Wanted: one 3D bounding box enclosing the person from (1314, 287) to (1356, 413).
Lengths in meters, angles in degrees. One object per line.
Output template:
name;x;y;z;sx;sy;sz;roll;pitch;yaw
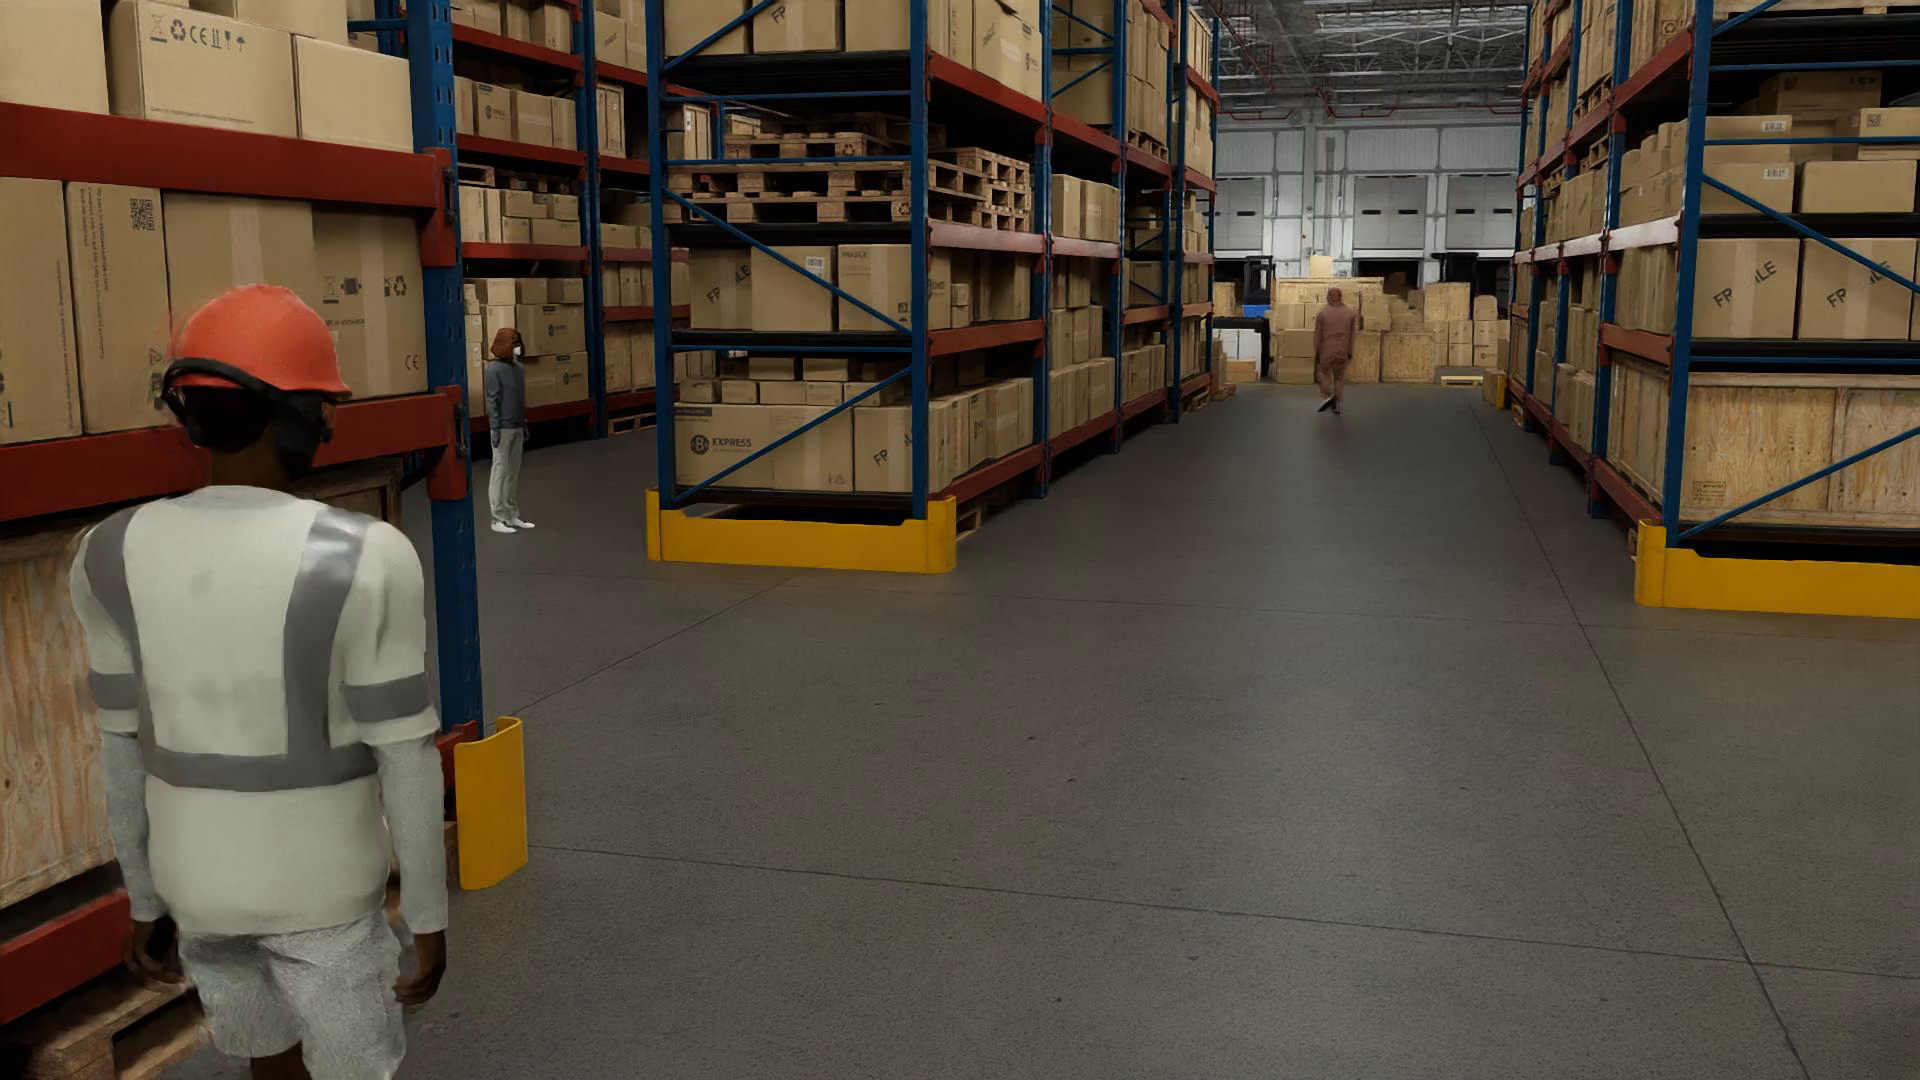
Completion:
person;5.615;-2.851;25.019;0.657;1.893;0.415;-1;9;-7

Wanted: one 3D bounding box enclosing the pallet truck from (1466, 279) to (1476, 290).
pallet truck;18.896;-8.459;60.307;1.885;1.965;0.823;5;10;31

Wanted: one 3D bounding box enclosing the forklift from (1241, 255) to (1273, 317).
forklift;10.551;-8.662;58.805;1.129;2.768;1.873;2;9;15

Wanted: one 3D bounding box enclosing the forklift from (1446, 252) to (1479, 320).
forklift;15.475;-7.496;51.396;1.129;2.768;1.873;-2;9;-12

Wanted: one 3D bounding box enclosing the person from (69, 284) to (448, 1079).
person;-1.183;0.590;2.789;0.614;2.018;0.804;1;9;8

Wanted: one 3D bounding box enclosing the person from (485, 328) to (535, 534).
person;-3.598;-0.876;13.283;0.280;1.632;0.501;3;9;16
